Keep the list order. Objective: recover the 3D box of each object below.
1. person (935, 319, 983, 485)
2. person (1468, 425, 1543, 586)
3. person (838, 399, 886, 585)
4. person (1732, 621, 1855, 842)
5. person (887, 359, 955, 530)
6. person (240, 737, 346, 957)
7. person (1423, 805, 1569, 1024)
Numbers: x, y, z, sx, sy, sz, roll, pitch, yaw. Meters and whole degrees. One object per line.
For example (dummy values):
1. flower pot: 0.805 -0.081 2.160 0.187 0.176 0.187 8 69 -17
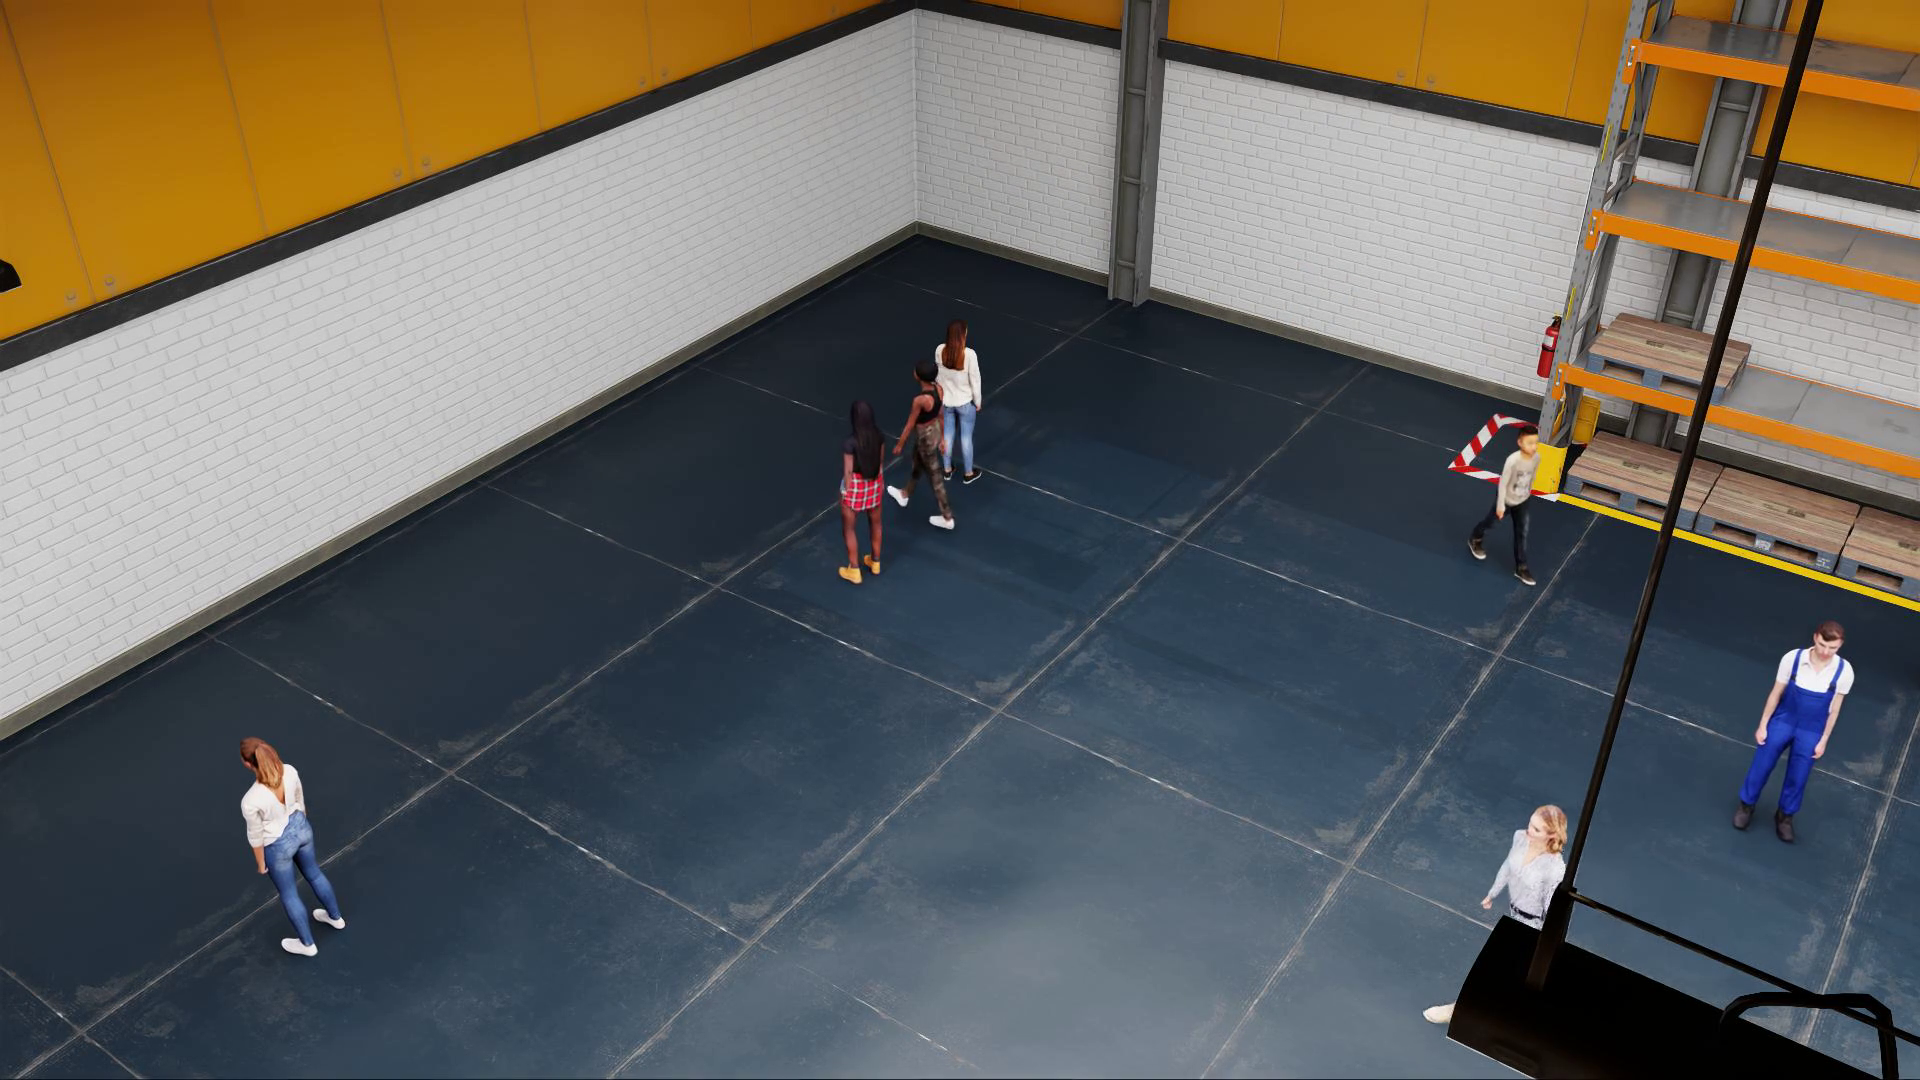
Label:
1. person: -0.015 -1.317 15.732 0.544 1.692 0.713 14 36 20
2. person: 4.783 -0.384 14.564 0.927 1.429 1.078 -11 35 -16
3. person: -0.818 -0.422 14.356 0.681 1.723 0.664 -27 42 -35
4. person: 5.869 1.305 11.648 0.534 1.844 0.703 16 37 23
5. person: -0.234 -0.834 15.031 1.041 1.662 0.608 19 38 27
6. person: -4.355 1.963 10.772 0.572 1.719 0.636 14 36 21
7. person: 3.550 2.302 10.224 1.138 1.761 1.092 -6 34 -9
